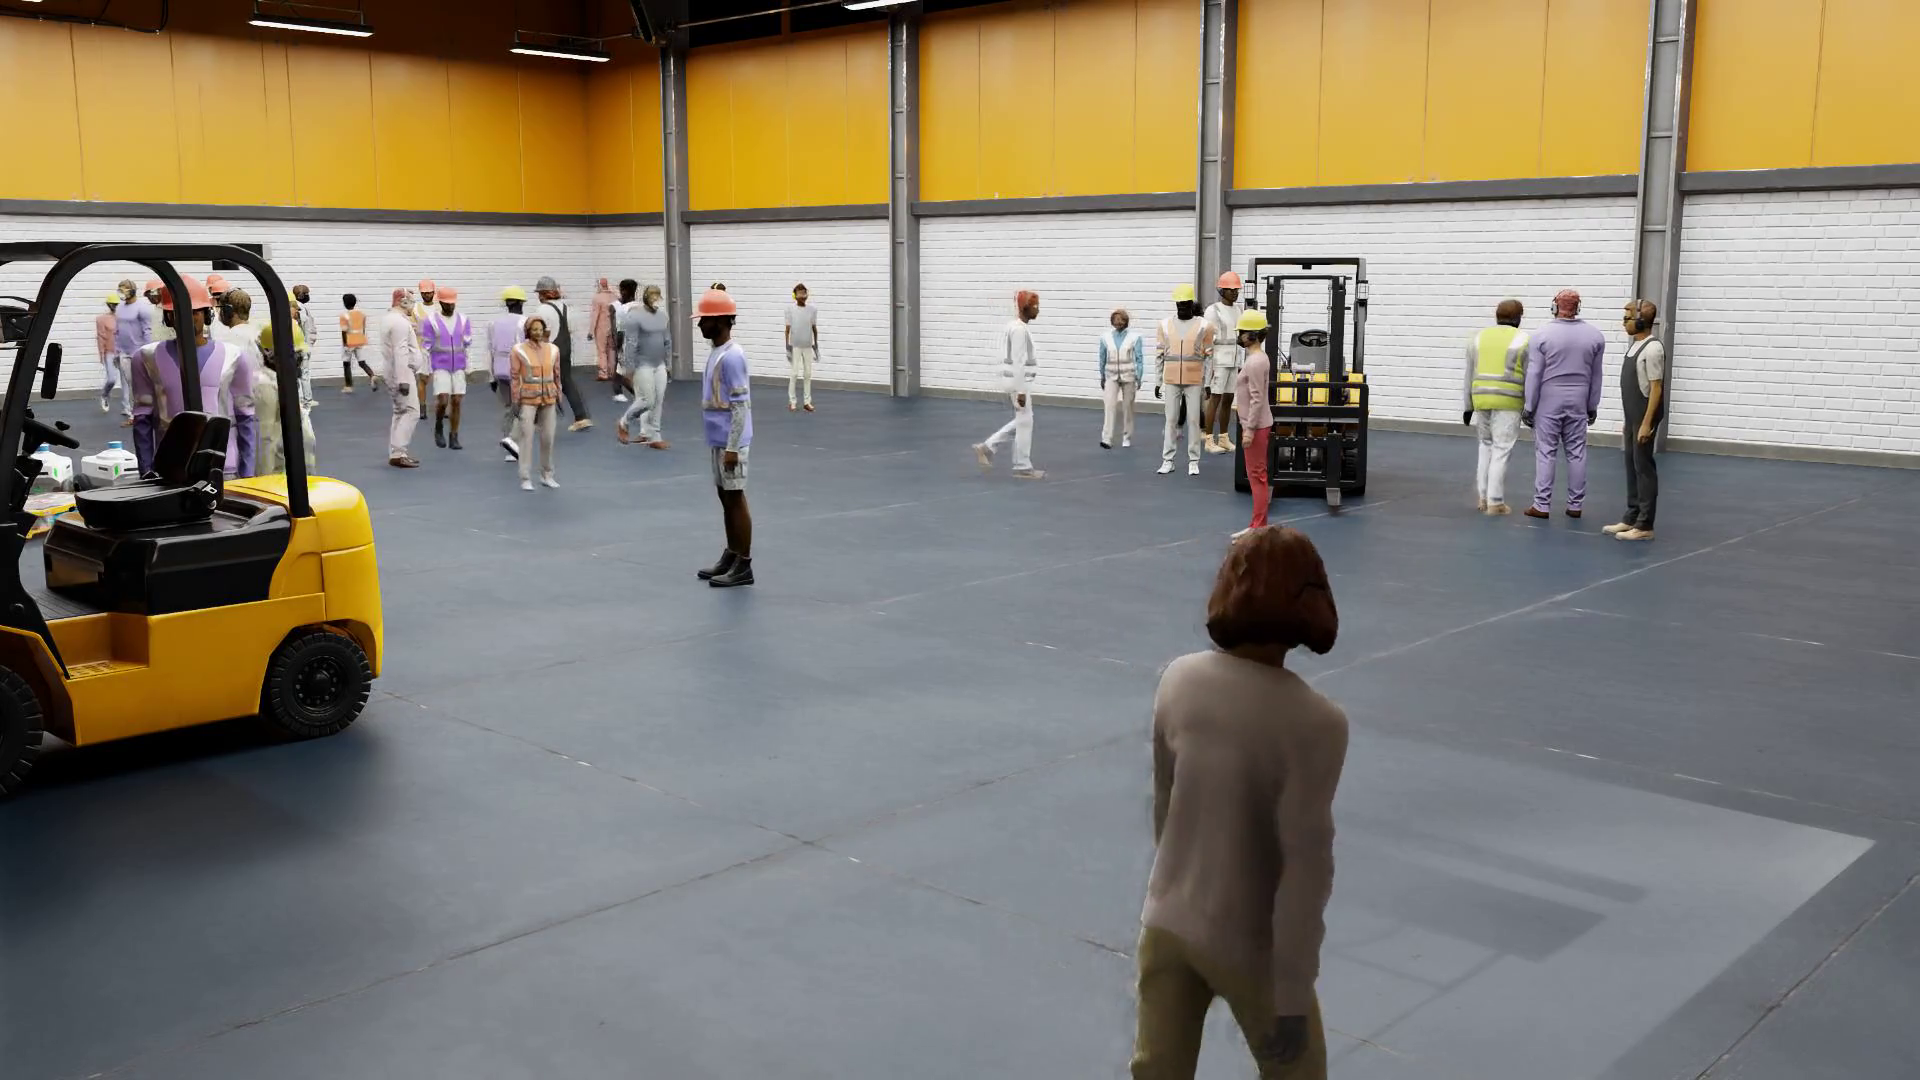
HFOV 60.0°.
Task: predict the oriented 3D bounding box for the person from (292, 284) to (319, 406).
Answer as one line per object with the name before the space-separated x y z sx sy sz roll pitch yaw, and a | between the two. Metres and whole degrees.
person | -9.937 -2.933 25.120 0.429 1.841 0.633 -6 11 -32

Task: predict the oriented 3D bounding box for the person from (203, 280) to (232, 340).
person | -9.128 -2.257 20.677 0.547 1.934 0.376 -1 9 -6

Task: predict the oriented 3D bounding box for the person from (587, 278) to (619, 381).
person | -6.581 -3.879 30.759 0.402 1.895 0.696 6 11 31

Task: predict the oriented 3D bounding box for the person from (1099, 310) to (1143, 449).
person | 1.836 -1.835 19.106 0.531 1.593 0.844 3 10 17

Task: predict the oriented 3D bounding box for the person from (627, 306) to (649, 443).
person | -3.813 -1.967 19.817 0.279 1.632 0.502 2 9 11

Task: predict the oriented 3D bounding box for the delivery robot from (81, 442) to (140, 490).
delivery robot | -7.381 -0.618 14.556 0.707 0.478 0.477 7 12 39

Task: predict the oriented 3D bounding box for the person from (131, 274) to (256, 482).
person | -4.083 -0.393 8.913 0.608 2.044 0.370 -4 10 -22

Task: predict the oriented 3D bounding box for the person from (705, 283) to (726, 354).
person | -3.586 -2.850 24.560 0.327 1.856 0.521 0 9 2

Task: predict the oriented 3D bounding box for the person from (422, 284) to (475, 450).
person | -5.825 -1.965 18.987 0.547 1.908 0.469 -7 11 -36

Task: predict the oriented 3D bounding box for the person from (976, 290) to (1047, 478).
person | 0.514 -1.524 16.385 0.632 1.867 0.614 1 9 5

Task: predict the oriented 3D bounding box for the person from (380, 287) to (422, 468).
person | -5.839 -1.699 17.433 0.392 1.880 0.680 -4 10 -25

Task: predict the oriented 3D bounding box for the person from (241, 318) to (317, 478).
person | -3.848 -0.385 9.631 0.853 1.783 0.635 -4 10 -21

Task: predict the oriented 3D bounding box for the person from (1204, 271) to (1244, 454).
person | 2.998 -1.982 18.659 0.615 2.041 0.392 -8 12 -42

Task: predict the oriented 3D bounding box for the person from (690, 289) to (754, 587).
person | -1.550 -0.660 10.871 0.379 1.938 0.547 -3 10 -19

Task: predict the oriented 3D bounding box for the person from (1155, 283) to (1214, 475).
person | 2.248 -1.613 16.750 0.594 1.926 0.367 3 10 18

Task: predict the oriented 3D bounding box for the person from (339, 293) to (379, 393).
person | -10.016 -3.258 27.591 0.704 1.678 0.537 6 11 33

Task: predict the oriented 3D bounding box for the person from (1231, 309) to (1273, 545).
person | 2.190 -0.840 12.498 0.319 1.769 0.523 2 9 12

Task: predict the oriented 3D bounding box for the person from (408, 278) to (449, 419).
person | -7.326 -2.637 22.994 0.551 1.937 0.357 -4 10 -22

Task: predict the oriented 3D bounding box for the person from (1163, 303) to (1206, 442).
person | 2.704 -2.017 20.024 0.810 1.664 0.550 7 12 38

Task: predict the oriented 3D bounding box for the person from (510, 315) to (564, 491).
person | -3.982 -1.289 15.650 0.523 1.640 0.310 -8 12 -39

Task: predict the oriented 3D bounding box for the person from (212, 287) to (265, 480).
person | -5.179 -0.849 12.033 0.372 1.940 0.631 2 9 9

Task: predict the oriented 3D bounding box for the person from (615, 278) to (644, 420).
person | -4.421 -2.593 22.701 0.529 1.948 0.605 8 12 39

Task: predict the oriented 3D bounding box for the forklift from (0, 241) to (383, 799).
forklift | -3.706 -0.171 7.093 1.214 2.155 2.313 9 13 43

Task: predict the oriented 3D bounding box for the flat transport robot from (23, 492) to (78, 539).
flat transport robot | -7.314 -0.200 13.149 0.652 0.197 1.431 1 9 6

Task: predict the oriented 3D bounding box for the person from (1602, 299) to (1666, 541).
person | 5.178 -0.908 12.690 0.345 1.842 0.505 1 9 6

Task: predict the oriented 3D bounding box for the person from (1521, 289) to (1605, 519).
person | 4.989 -1.127 13.830 0.655 1.906 0.407 -1 9 -5

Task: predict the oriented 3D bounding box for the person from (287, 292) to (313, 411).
person | -9.641 -2.711 24.053 0.485 1.741 0.302 -8 12 -39

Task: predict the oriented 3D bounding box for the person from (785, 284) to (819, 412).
person | -2.296 -2.779 24.161 0.492 1.848 0.444 -3 10 -19

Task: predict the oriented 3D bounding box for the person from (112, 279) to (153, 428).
person | -10.769 -2.404 21.613 0.643 1.932 0.466 5 10 27

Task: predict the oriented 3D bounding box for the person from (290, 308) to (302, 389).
person | -7.624 -1.828 18.966 0.285 1.631 0.501 -2 9 -13

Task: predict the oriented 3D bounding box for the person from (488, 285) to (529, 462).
person | -4.796 -1.774 17.808 0.607 1.905 0.572 3 10 18

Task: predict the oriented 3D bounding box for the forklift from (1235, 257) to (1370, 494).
forklift | 3.309 -1.629 16.029 1.214 2.155 2.313 2 9 11

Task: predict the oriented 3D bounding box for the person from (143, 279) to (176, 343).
person | -10.046 -2.361 21.305 0.530 1.946 0.771 -9 13 -43

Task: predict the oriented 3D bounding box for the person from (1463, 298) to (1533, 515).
person | 4.602 -1.125 14.098 0.528 1.833 0.644 -7 12 -38

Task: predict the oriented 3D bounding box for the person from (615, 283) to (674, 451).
person | -3.604 -1.964 18.953 0.590 1.915 0.633 6 11 32

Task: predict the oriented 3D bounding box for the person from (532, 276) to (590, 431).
person | -5.184 -2.394 21.188 1.030 2.000 0.696 4 10 23

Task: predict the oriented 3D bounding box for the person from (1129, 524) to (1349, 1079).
person | 0.530 0.768 3.169 0.872 1.587 0.529 -7 12 -36

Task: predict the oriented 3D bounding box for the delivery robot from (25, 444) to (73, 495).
delivery robot | -7.890 -0.580 14.327 0.477 0.478 0.707 -3 10 -19

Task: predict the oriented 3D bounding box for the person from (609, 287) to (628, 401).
person | -5.120 -3.069 25.829 0.966 1.868 0.624 9 13 42

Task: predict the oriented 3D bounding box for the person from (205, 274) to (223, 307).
person | -11.213 -3.026 25.215 0.623 1.989 0.400 3 10 20

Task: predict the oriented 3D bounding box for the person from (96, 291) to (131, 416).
person | -11.911 -2.627 23.468 0.461 1.754 0.539 6 11 35
